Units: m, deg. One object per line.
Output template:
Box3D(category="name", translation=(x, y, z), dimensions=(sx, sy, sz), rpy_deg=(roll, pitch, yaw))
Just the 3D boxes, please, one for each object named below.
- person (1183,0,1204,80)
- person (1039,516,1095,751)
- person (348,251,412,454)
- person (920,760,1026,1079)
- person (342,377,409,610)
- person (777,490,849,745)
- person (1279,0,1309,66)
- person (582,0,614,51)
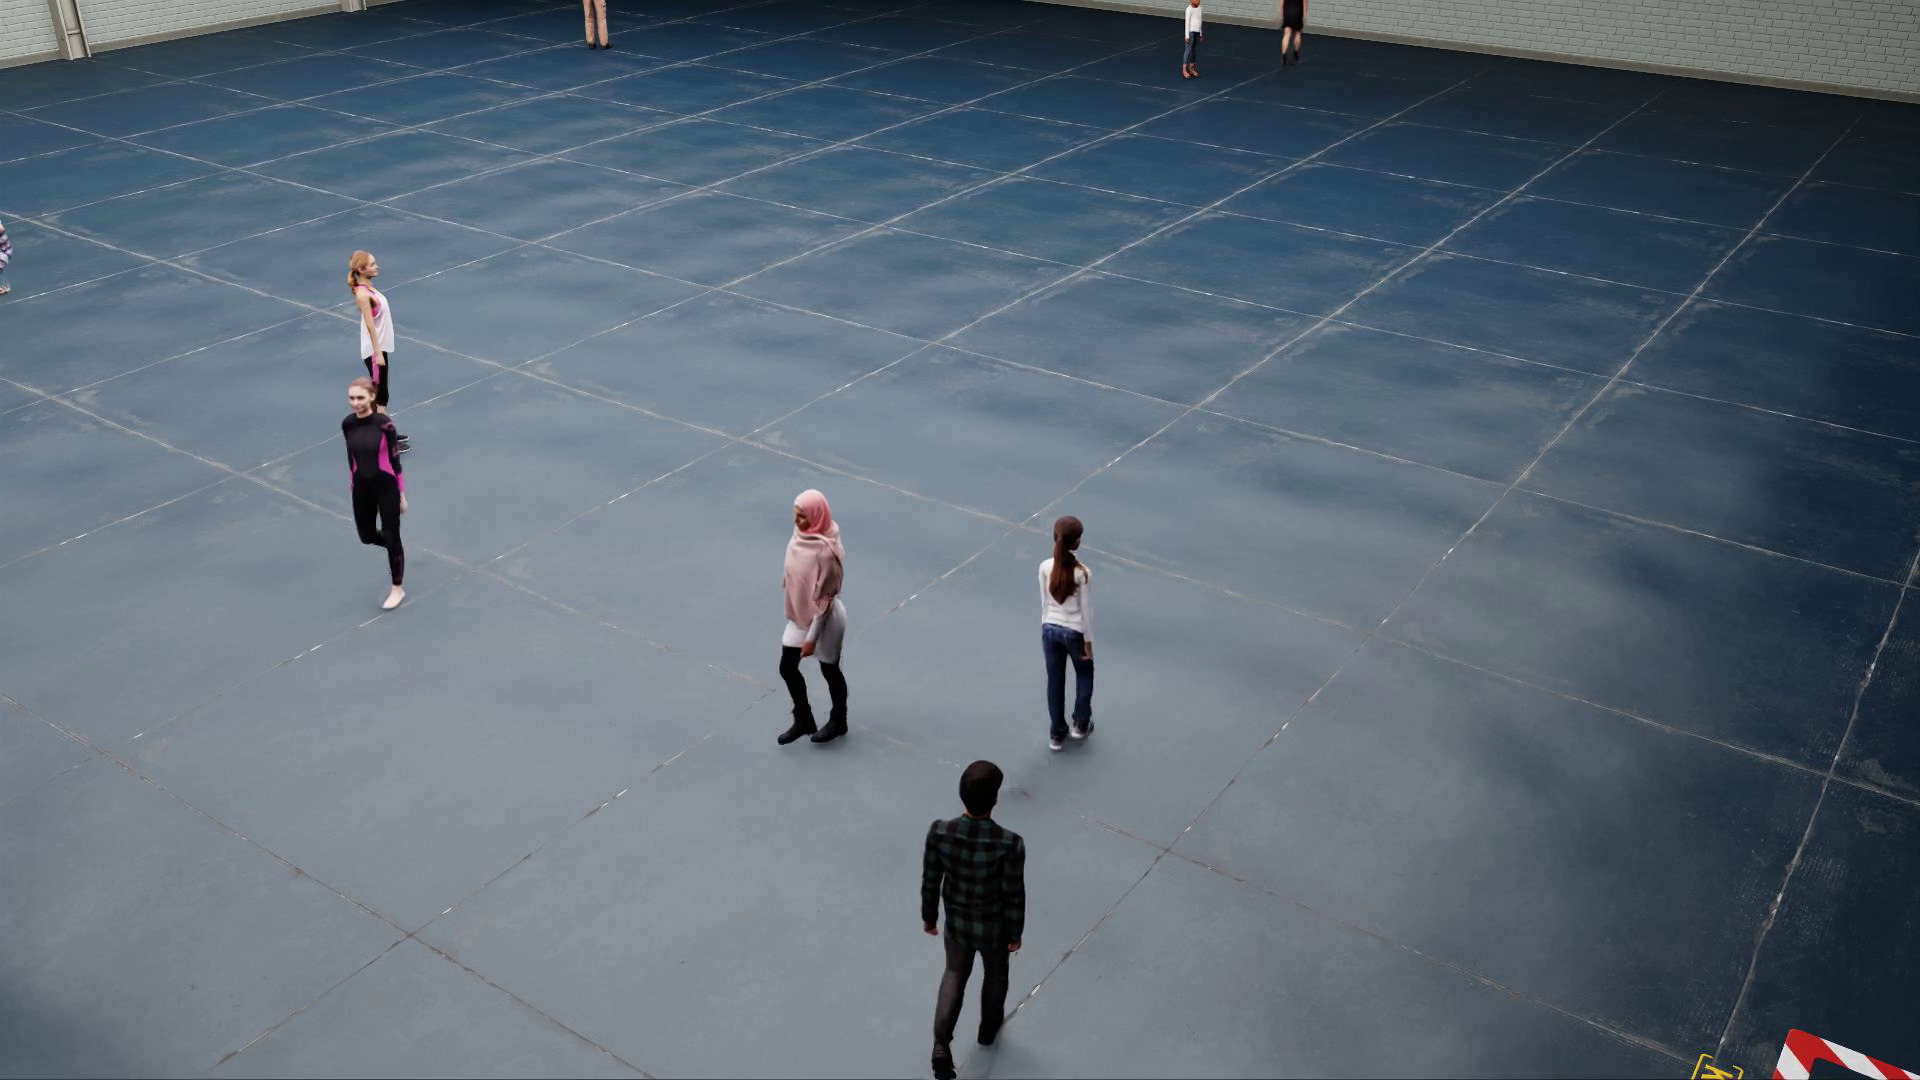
Box3D(category="person", translation=(3.970, -8.622, 28.292), dimensions=(0.481, 1.453, 0.639), rpy_deg=(-21, 34, -35))
Box3D(category="person", translation=(0.608, 0.620, 10.251), dimensions=(0.605, 1.537, 0.656), rpy_deg=(9, 29, 17))
Box3D(category="person", translation=(-5.042, -1.624, 14.337), dimensions=(0.718, 1.787, 0.683), rpy_deg=(-8, 28, -15))
Box3D(category="person", translation=(0.051, 1.808, 7.843), dimensions=(0.864, 1.697, 1.021), rpy_deg=(8, 28, 15))
Box3D(category="person", translation=(-4.154, -0.385, 11.980), dimensions=(0.773, 1.742, 0.889), rpy_deg=(2, 27, 4))
Box3D(category="person", translation=(-0.786, 0.482, 10.246), dimensions=(0.776, 1.788, 0.720), rpy_deg=(-20, 33, -33))
Box3D(category="person", translation=(5.780, -9.096, 28.971), dimensions=(0.824, 1.674, 1.101), rpy_deg=(11, 29, 20))
Box3D(category="person", translation=(-6.709, -9.964, 30.382), dimensions=(0.789, 1.925, 0.787), rpy_deg=(3, 27, 5))
